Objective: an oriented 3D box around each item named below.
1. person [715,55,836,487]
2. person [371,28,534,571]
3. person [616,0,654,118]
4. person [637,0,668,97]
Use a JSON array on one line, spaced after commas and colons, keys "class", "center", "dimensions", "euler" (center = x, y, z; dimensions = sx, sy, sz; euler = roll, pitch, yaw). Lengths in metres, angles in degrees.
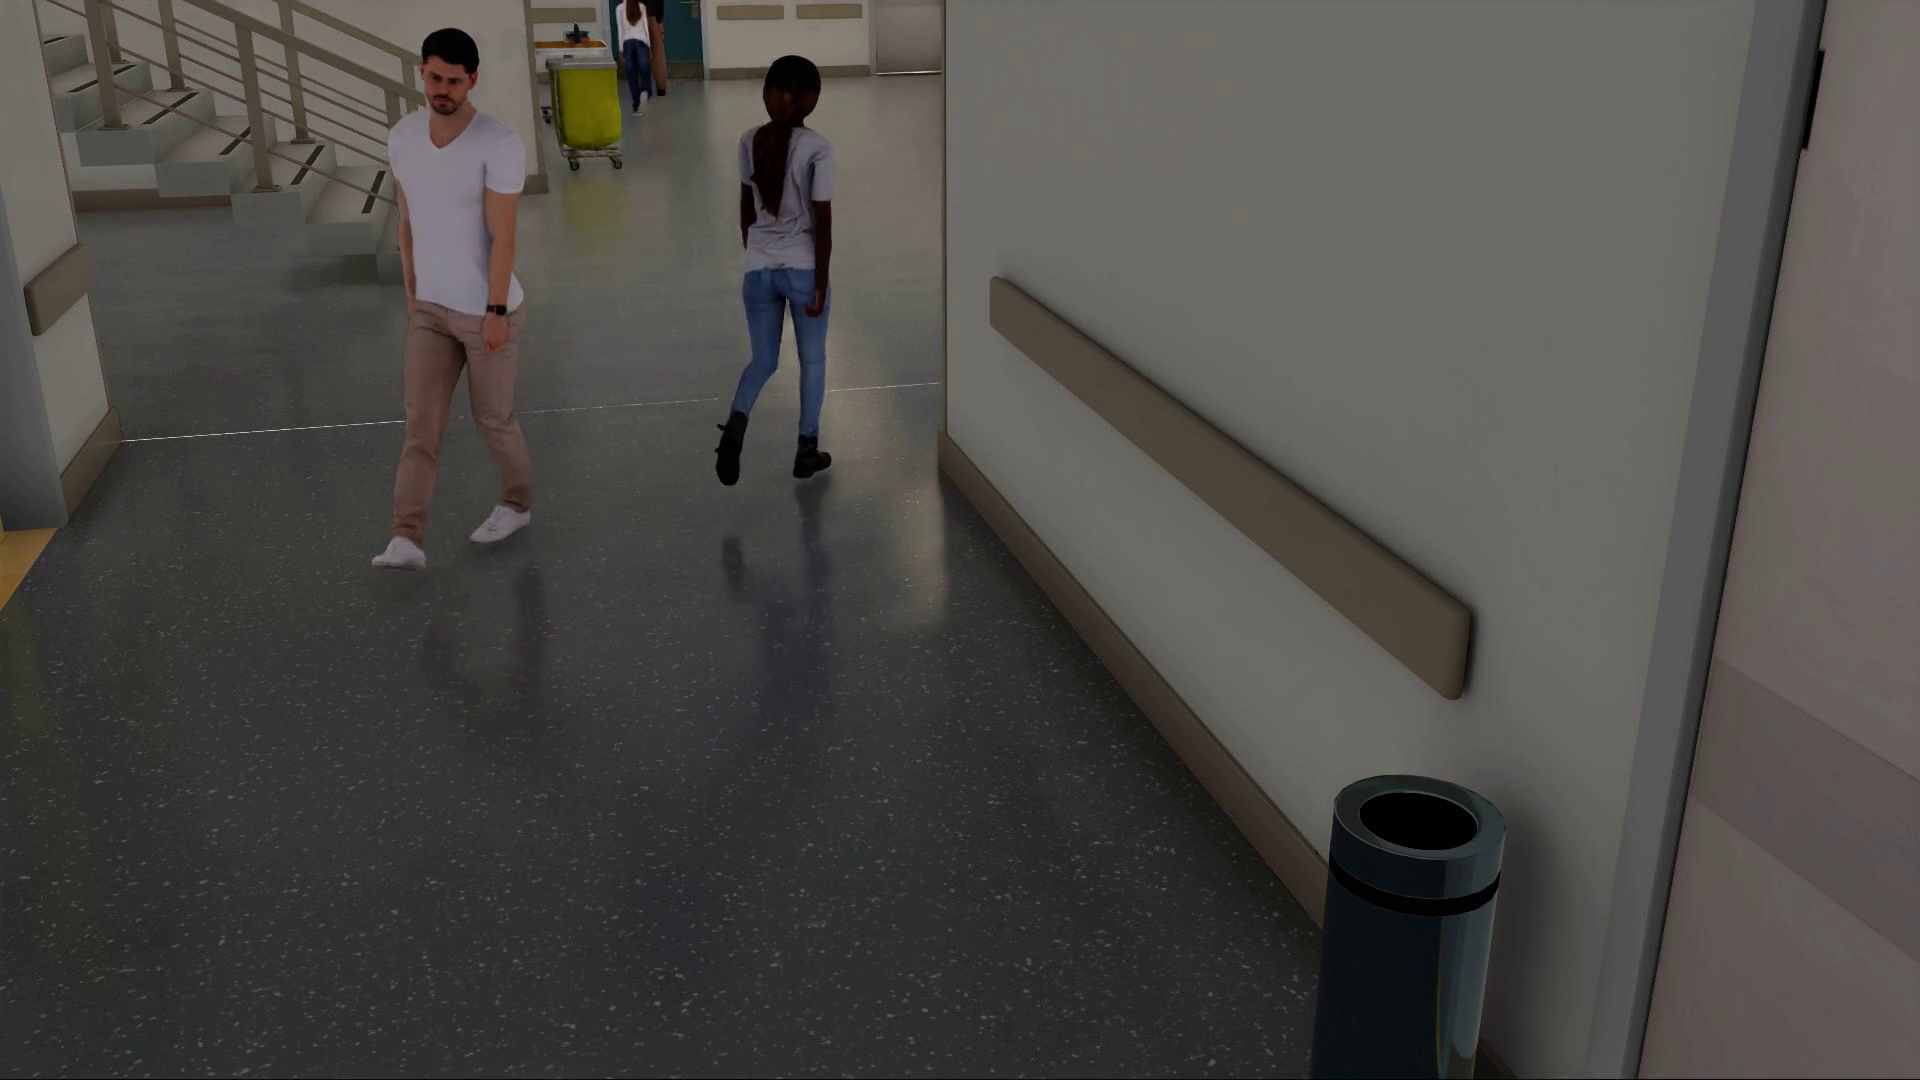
[{"class": "person", "center": [-0.718, -1.000, 6.533], "dimensions": [1.001, 1.696, 0.982], "euler": [7, 22, 18]}, {"class": "person", "center": [-1.672, -0.819, 5.859], "dimensions": [1.171, 1.836, 1.178], "euler": [9, 23, 24]}, {"class": "person", "center": [-3.615, -5.455, 18.542], "dimensions": [0.940, 1.521, 0.604], "euler": [-6, 21, -15]}, {"class": "person", "center": [-3.975, -6.598, 20.995], "dimensions": [0.600, 1.922, 0.794], "euler": [-9, 23, -23]}]
